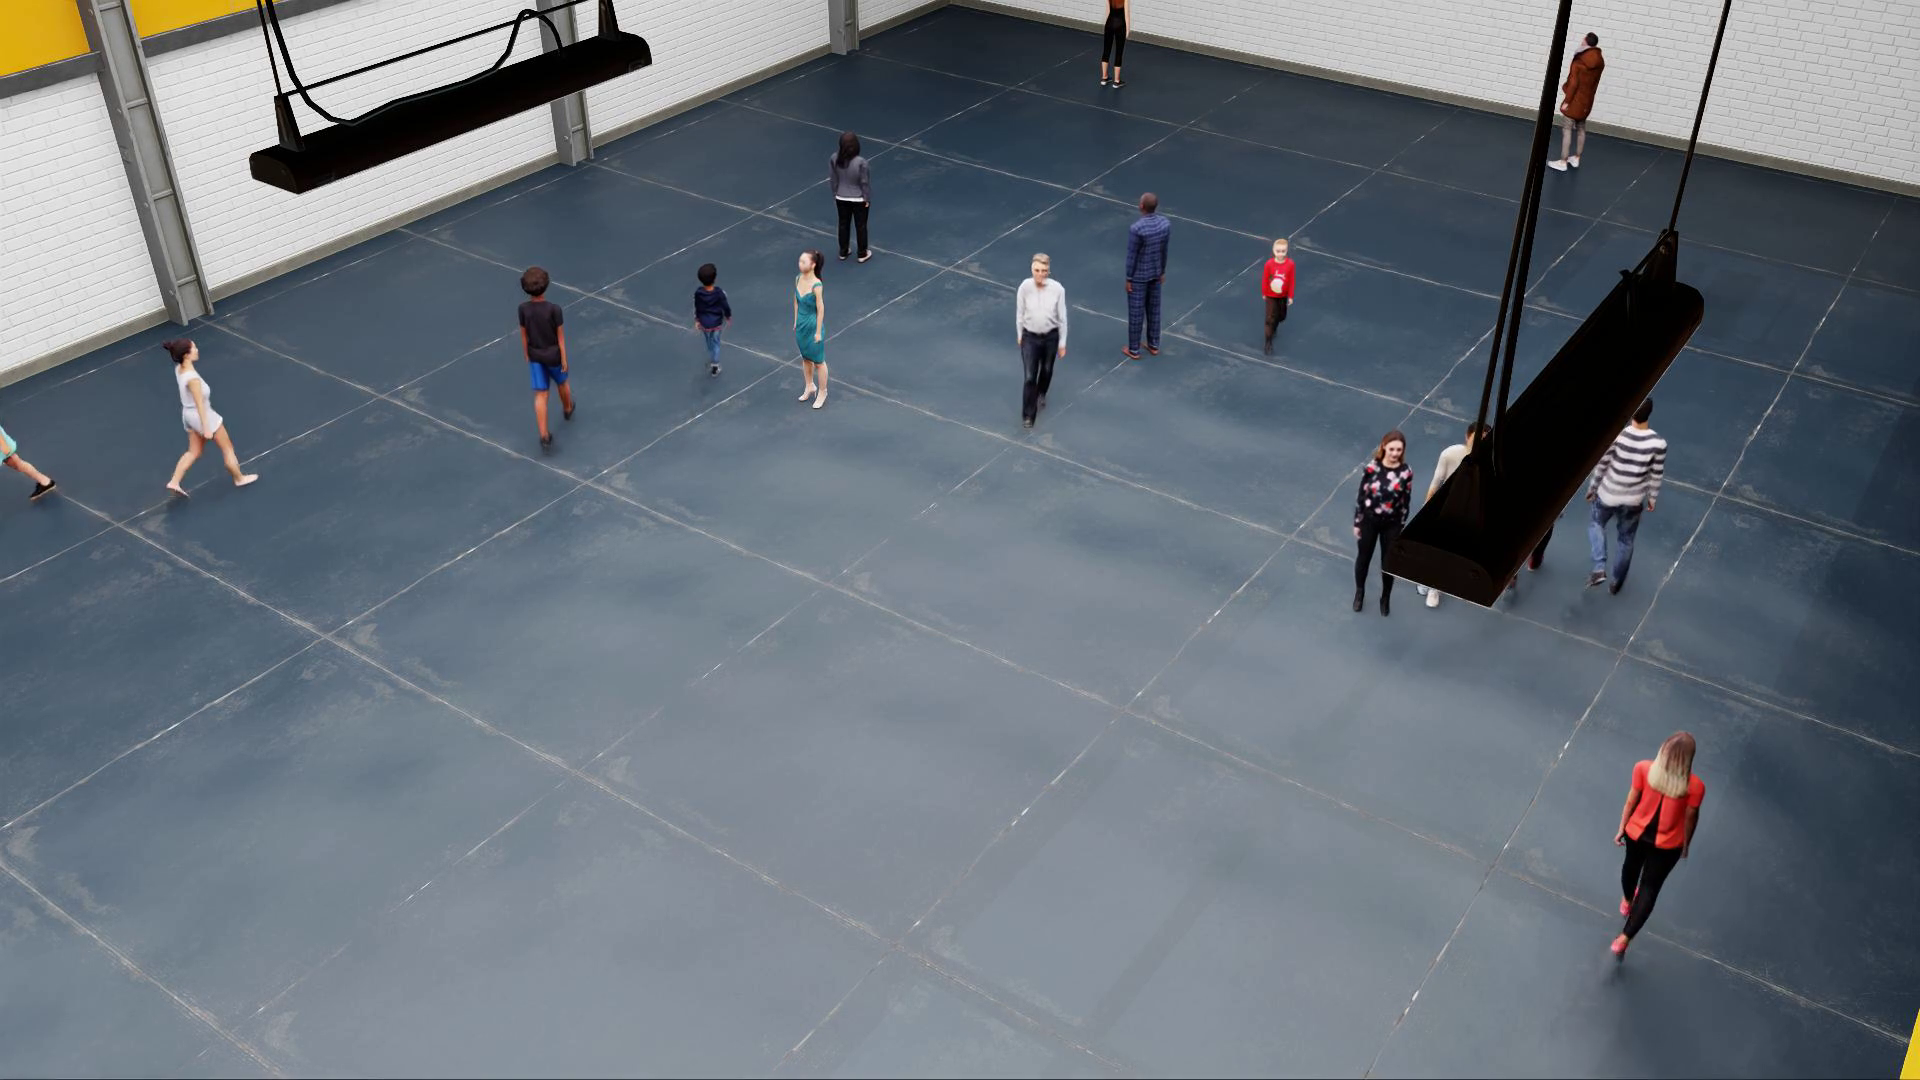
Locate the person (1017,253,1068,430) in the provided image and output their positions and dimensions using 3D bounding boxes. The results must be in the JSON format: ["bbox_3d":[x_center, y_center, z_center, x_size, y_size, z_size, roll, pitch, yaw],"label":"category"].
[{"bbox_3d":[0.822,-2.050,16.600,1.040,1.768,1.268,3,34,5],"label":"person"}]

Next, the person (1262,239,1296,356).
[{"bbox_3d":[3.427,-2.672,17.988,0.748,1.267,0.868,1,34,1],"label":"person"}]

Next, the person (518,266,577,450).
[{"bbox_3d":[-4.033,-1.725,16.129,1.074,1.748,1.236,-1,34,-2],"label":"person"}]

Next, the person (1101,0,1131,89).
[{"bbox_3d":[2.352,-7.775,25.253,0.542,1.724,0.503,21,39,29],"label":"person"}]

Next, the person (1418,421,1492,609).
[{"bbox_3d":[4.140,-0.273,13.902,0.786,1.796,0.791,11,35,17],"label":"person"}]

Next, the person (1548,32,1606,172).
[{"bbox_3d":[8.303,-5.877,22.294,0.795,1.838,0.890,-16,37,-22],"label":"person"}]

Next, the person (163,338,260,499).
[{"bbox_3d":[-7.086,-1.093,15.320,1.072,1.590,0.719,-27,42,-35],"label":"person"}]

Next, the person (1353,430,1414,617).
[{"bbox_3d":[3.490,-0.178,13.863,0.671,1.681,0.674,7,34,11],"label":"person"}]

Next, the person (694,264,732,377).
[{"bbox_3d":[-2.626,-2.293,17.478,0.735,1.200,0.863,3,34,5],"label":"person"}]

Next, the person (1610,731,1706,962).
[{"bbox_3d":[4.405,1.964,10.653,0.597,1.666,1.080,22,39,29],"label":"person"}]

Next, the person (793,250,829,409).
[{"bbox_3d":[-1.509,-2.135,16.806,0.547,1.682,0.581,-29,43,-36],"label":"person"}]

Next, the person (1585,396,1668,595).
[{"bbox_3d":[5.540,-0.327,13.958,0.843,1.823,0.888,13,36,19],"label":"person"}]

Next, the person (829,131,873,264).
[{"bbox_3d":[-1.287,-4.094,19.832,0.717,1.595,0.718,13,36,19],"label":"person"}]

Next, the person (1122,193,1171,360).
[{"bbox_3d":[1.981,-2.819,17.712,0.701,1.817,0.815,-14,36,-20],"label":"person"}]
